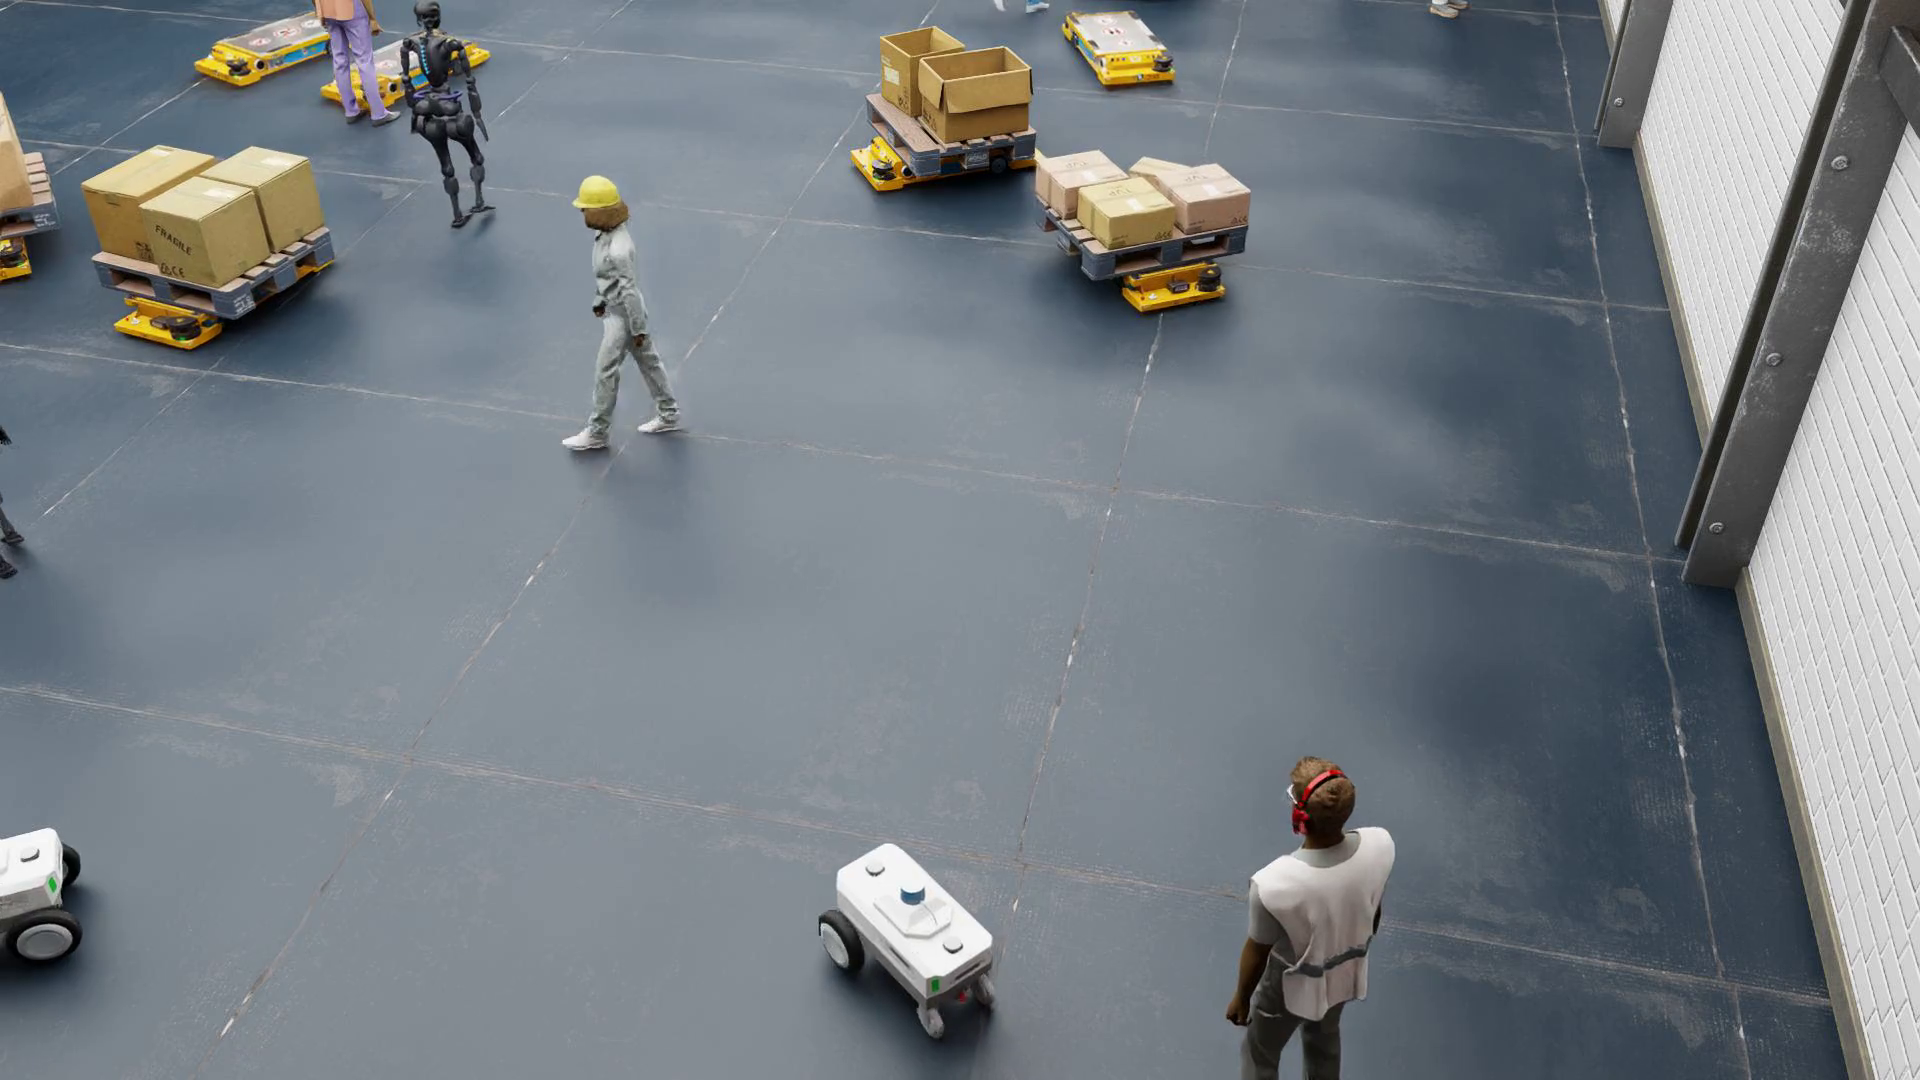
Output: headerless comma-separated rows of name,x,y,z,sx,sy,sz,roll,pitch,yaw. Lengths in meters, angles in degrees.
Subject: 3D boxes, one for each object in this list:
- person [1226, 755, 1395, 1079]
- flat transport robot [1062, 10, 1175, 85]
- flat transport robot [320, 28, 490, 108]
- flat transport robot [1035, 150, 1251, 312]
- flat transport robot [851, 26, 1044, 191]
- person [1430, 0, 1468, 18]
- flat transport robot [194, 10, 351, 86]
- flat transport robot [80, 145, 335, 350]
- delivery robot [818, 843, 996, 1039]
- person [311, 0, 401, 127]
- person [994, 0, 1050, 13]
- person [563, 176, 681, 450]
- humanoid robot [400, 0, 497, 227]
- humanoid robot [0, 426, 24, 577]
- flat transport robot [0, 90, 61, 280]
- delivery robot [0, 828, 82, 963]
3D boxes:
person,1.217,1.537,5.871,0.576,1.824,0.429,-17,40,-22
flat transport robot,1.443,-4.547,15.303,0.659,0.231,1.431,-8,37,-10
flat transport robot,-4.946,-4.218,14.863,0.659,0.231,1.431,19,41,23
flat transport robot,1.286,-2.087,12.011,0.659,0.231,1.431,-13,39,-17
flat transport robot,-0.099,-3.120,13.393,1.431,0.231,0.659,-13,39,-17
person,4.823,-5.986,15.880,0.337,1.882,0.583,21,42,26
flat transport robot,-6.225,-4.538,15.292,0.659,0.231,1.431,23,43,28
flat transport robot,-5.118,-1.781,11.602,0.659,0.231,1.431,14,39,18
delivery robot,-0.198,1.598,6.831,0.499,0.581,0.768,-26,44,-30
person,-5.060,-4.303,13.659,0.565,1.846,0.390,10,38,13
person,0.581,-5.862,15.865,0.608,1.688,0.543,-14,39,-18
person,-2.094,-1.325,9.781,0.825,1.703,0.499,-9,38,-12
humanoid robot,-3.796,-3.134,12.243,0.615,1.646,0.375,6,37,8
humanoid robot,-5.365,-0.541,8.772,0.400,1.647,0.612,22,42,26
flat transport robot,-7.267,-2.246,12.225,0.659,0.231,1.431,-18,40,-22
delivery robot,-4.103,1.493,6.990,0.776,0.604,0.525,-14,39,-18
